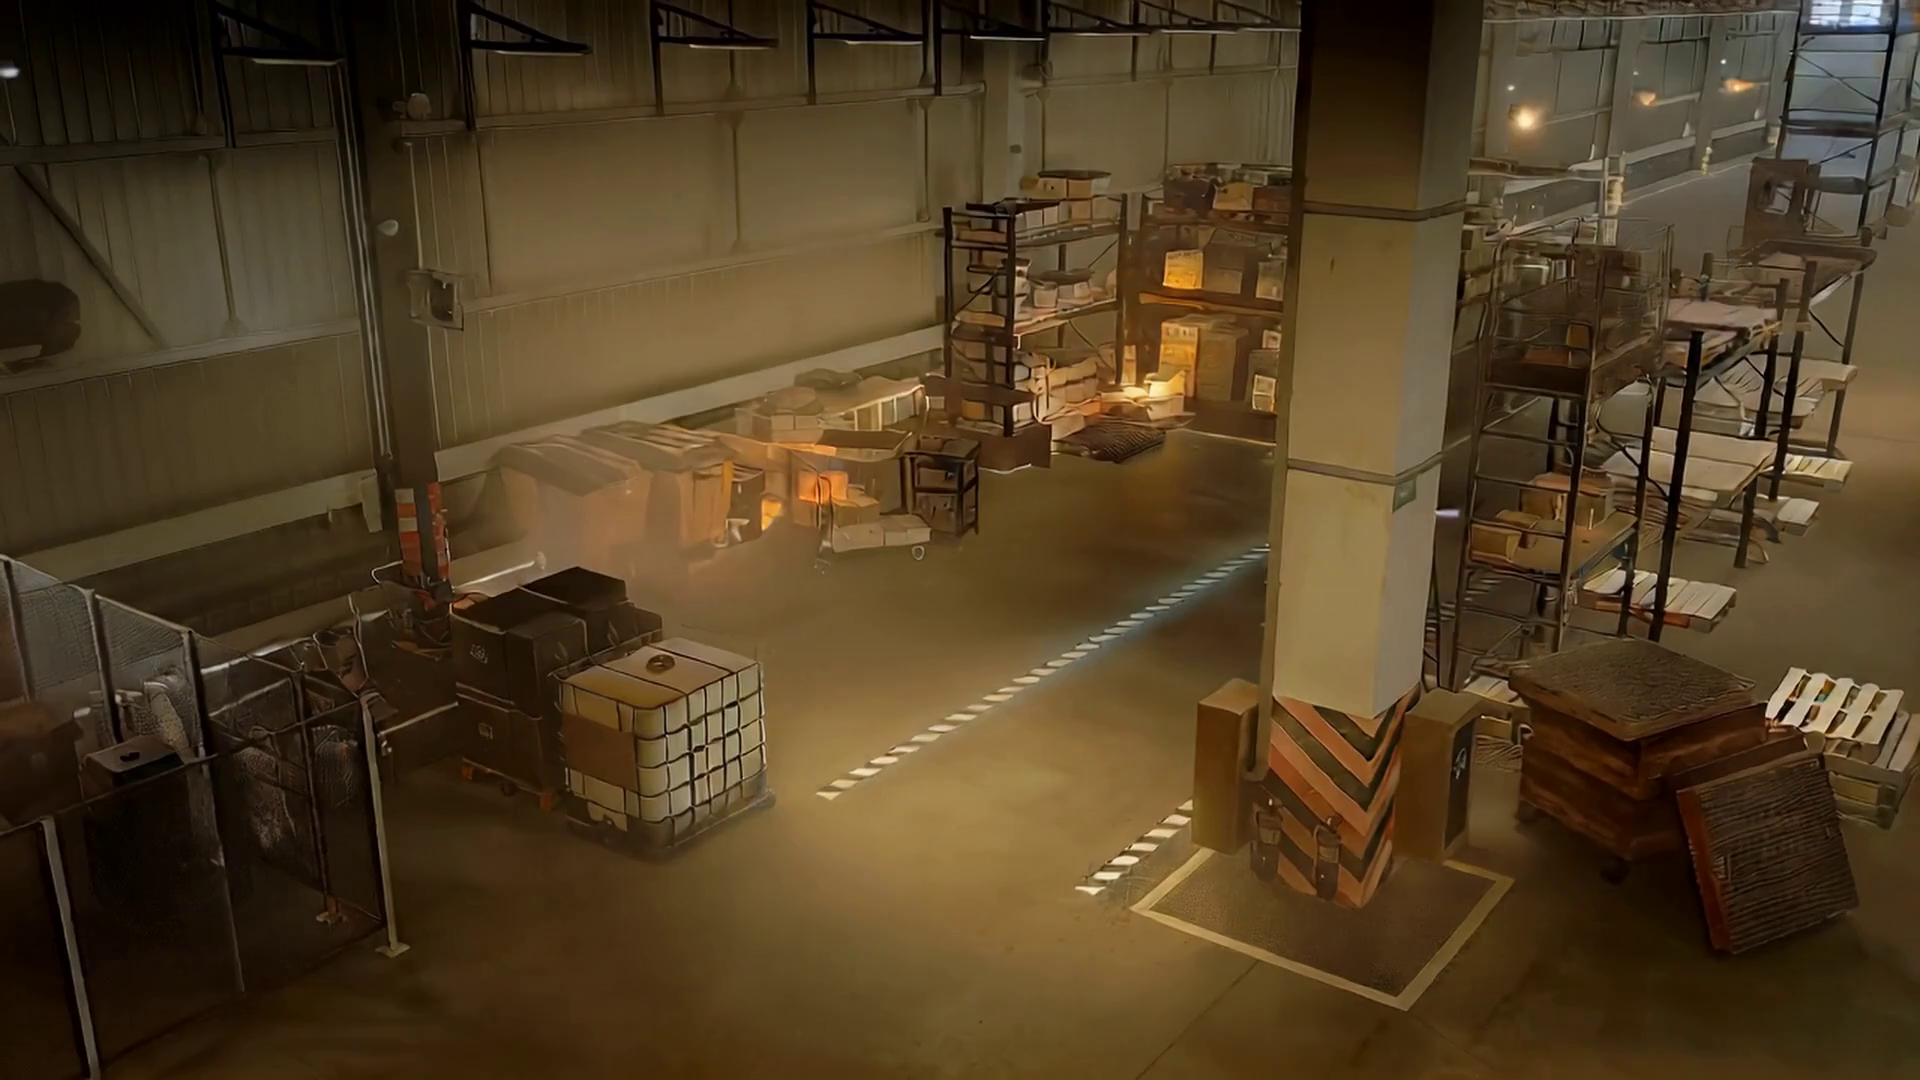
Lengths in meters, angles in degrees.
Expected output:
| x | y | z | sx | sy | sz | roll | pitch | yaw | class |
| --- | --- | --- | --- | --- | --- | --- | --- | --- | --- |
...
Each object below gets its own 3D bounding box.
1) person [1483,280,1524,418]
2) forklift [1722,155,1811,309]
| x | y | z | sx | sy | sz | roll | pitch | yaw | class |
| --- | --- | --- | --- | --- | --- | --- | --- | --- | --- |
| 7.653 | -2.685 | 23.339 | 0.372 | 1.934 | 0.627 | 0 | 18 | -1 | person |
| 15.423 | -5.874 | 31.598 | 1.129 | 2.768 | 1.873 | 13 | 22 | 34 | forklift |
